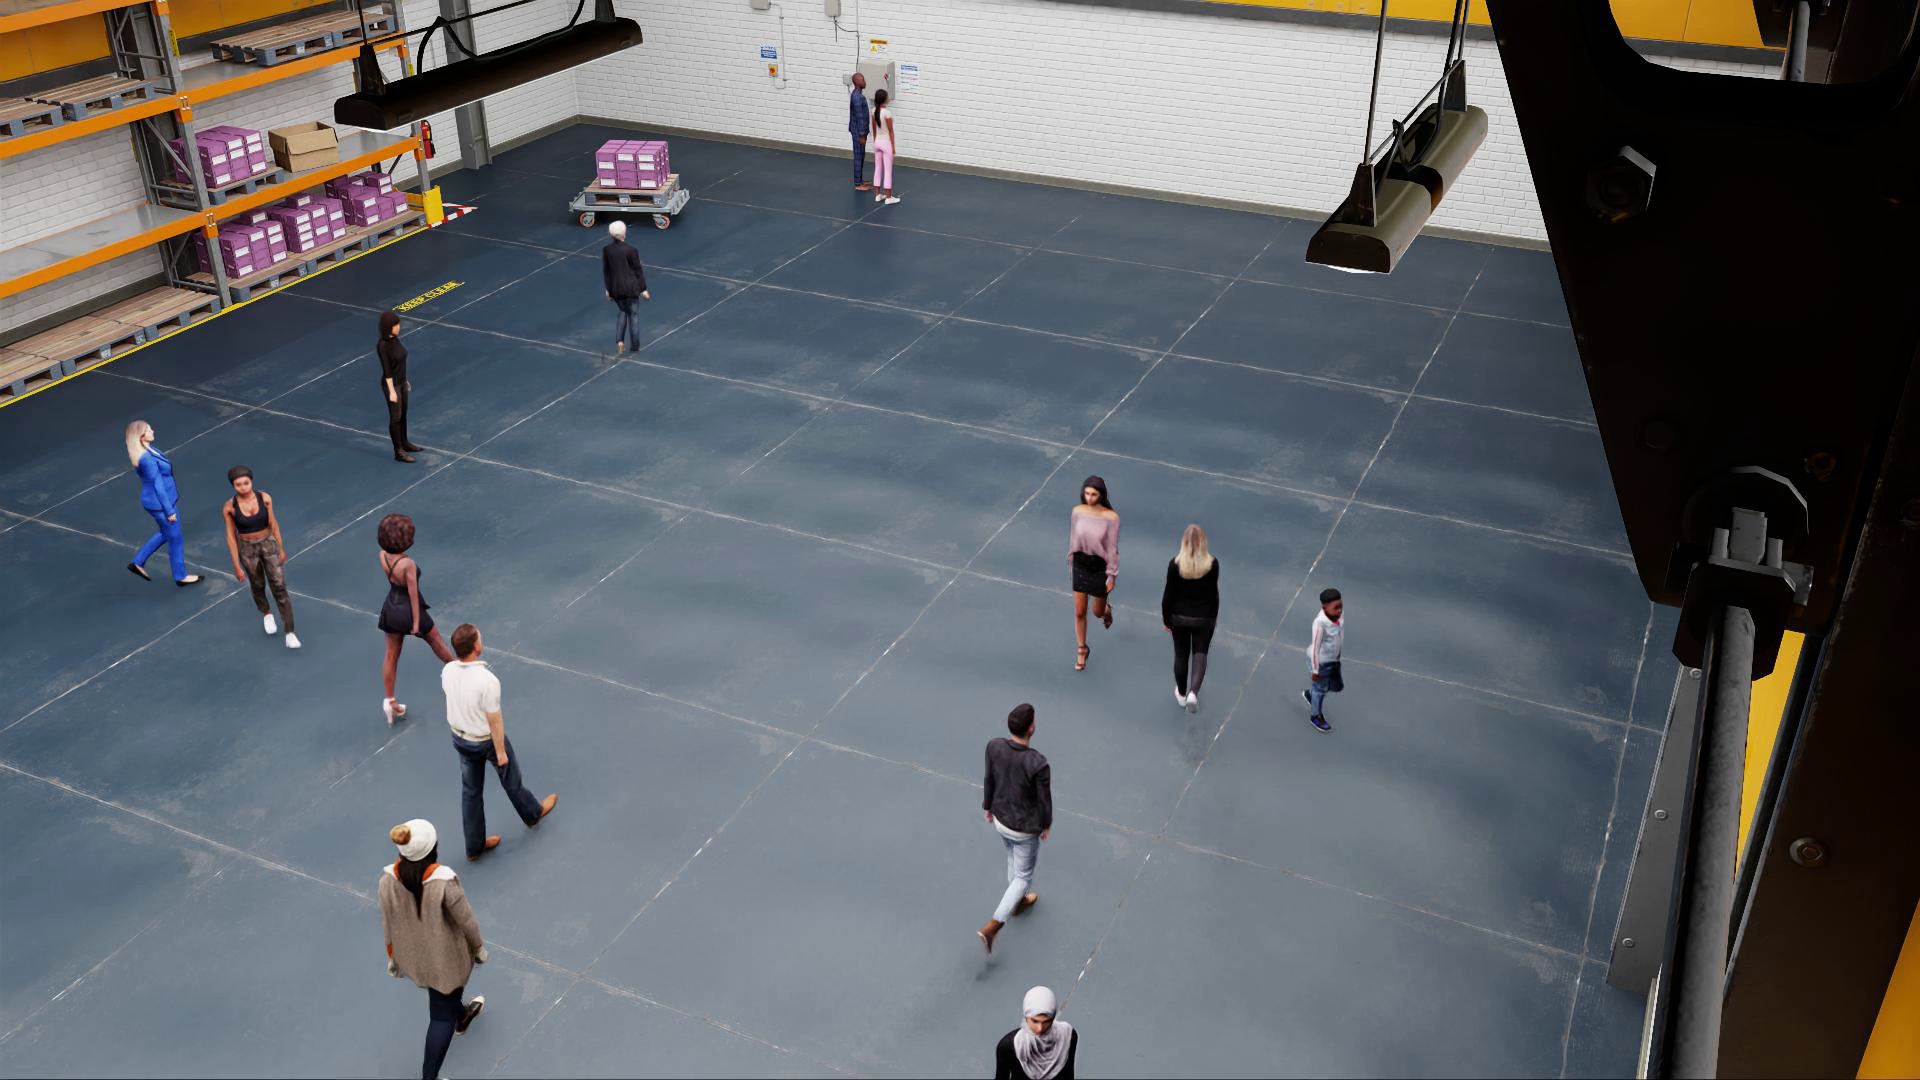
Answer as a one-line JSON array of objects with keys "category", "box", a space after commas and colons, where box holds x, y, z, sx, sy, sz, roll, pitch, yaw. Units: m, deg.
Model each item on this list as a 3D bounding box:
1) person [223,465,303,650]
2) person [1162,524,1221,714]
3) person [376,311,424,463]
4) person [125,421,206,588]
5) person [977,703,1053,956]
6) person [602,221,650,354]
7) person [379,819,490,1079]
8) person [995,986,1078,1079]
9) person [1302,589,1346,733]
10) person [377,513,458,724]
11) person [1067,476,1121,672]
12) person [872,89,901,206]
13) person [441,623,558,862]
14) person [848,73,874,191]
[{"category": "person", "box": [-6.101, 0.089, 14.423, 1.055, 1.667, 1.032, -16, 32, -26]}, {"category": "person", "box": [1.859, 0.692, 13.313, 0.770, 1.671, 0.916, 2, 29, 4]}, {"category": "person", "box": [-5.996, -1.642, 17.625, 0.699, 1.640, 0.560, 1, 29, 3]}, {"category": "person", "box": [-7.351, -0.280, 15.082, 0.966, 1.685, 0.859, -18, 33, -29]}, {"category": "person", "box": [0.336, 1.907, 10.940, 0.802, 1.812, 1.113, 19, 34, 31]}, {"category": "person", "box": [-4.088, -3.003, 20.277, 0.748, 1.773, 0.622, 11, 31, 20]}, {"category": "person", "box": [-3.168, 2.492, 9.832, 0.832, 1.846, 1.225, 8, 30, 14]}, {"category": "person", "box": [0.384, 3.061, 8.858, 0.685, 1.780, 0.730, -8, 30, -14]}, {"category": "person", "box": [2.895, 0.917, 13.340, 0.633, 1.251, 0.678, -22, 35, -34]}, {"category": "person", "box": [-4.501, 0.666, 13.297, 0.559, 1.732, 1.120, 14, 31, 23]}, {"category": "person", "box": [1.157, 0.249, 13.998, 0.631, 1.793, 0.855, 15, 32, 25]}, {"category": "person", "box": [-1.180, -6.071, 25.637, 0.641, 1.743, 0.618, 26, 38, 38]}, {"category": "person", "box": [-3.457, 1.466, 11.734, 0.739, 1.826, 1.043, 16, 33, 27]}, {"category": "person", "box": [-1.590, -6.476, 26.299, 0.814, 1.819, 0.701, -1, 29, -2]}]
